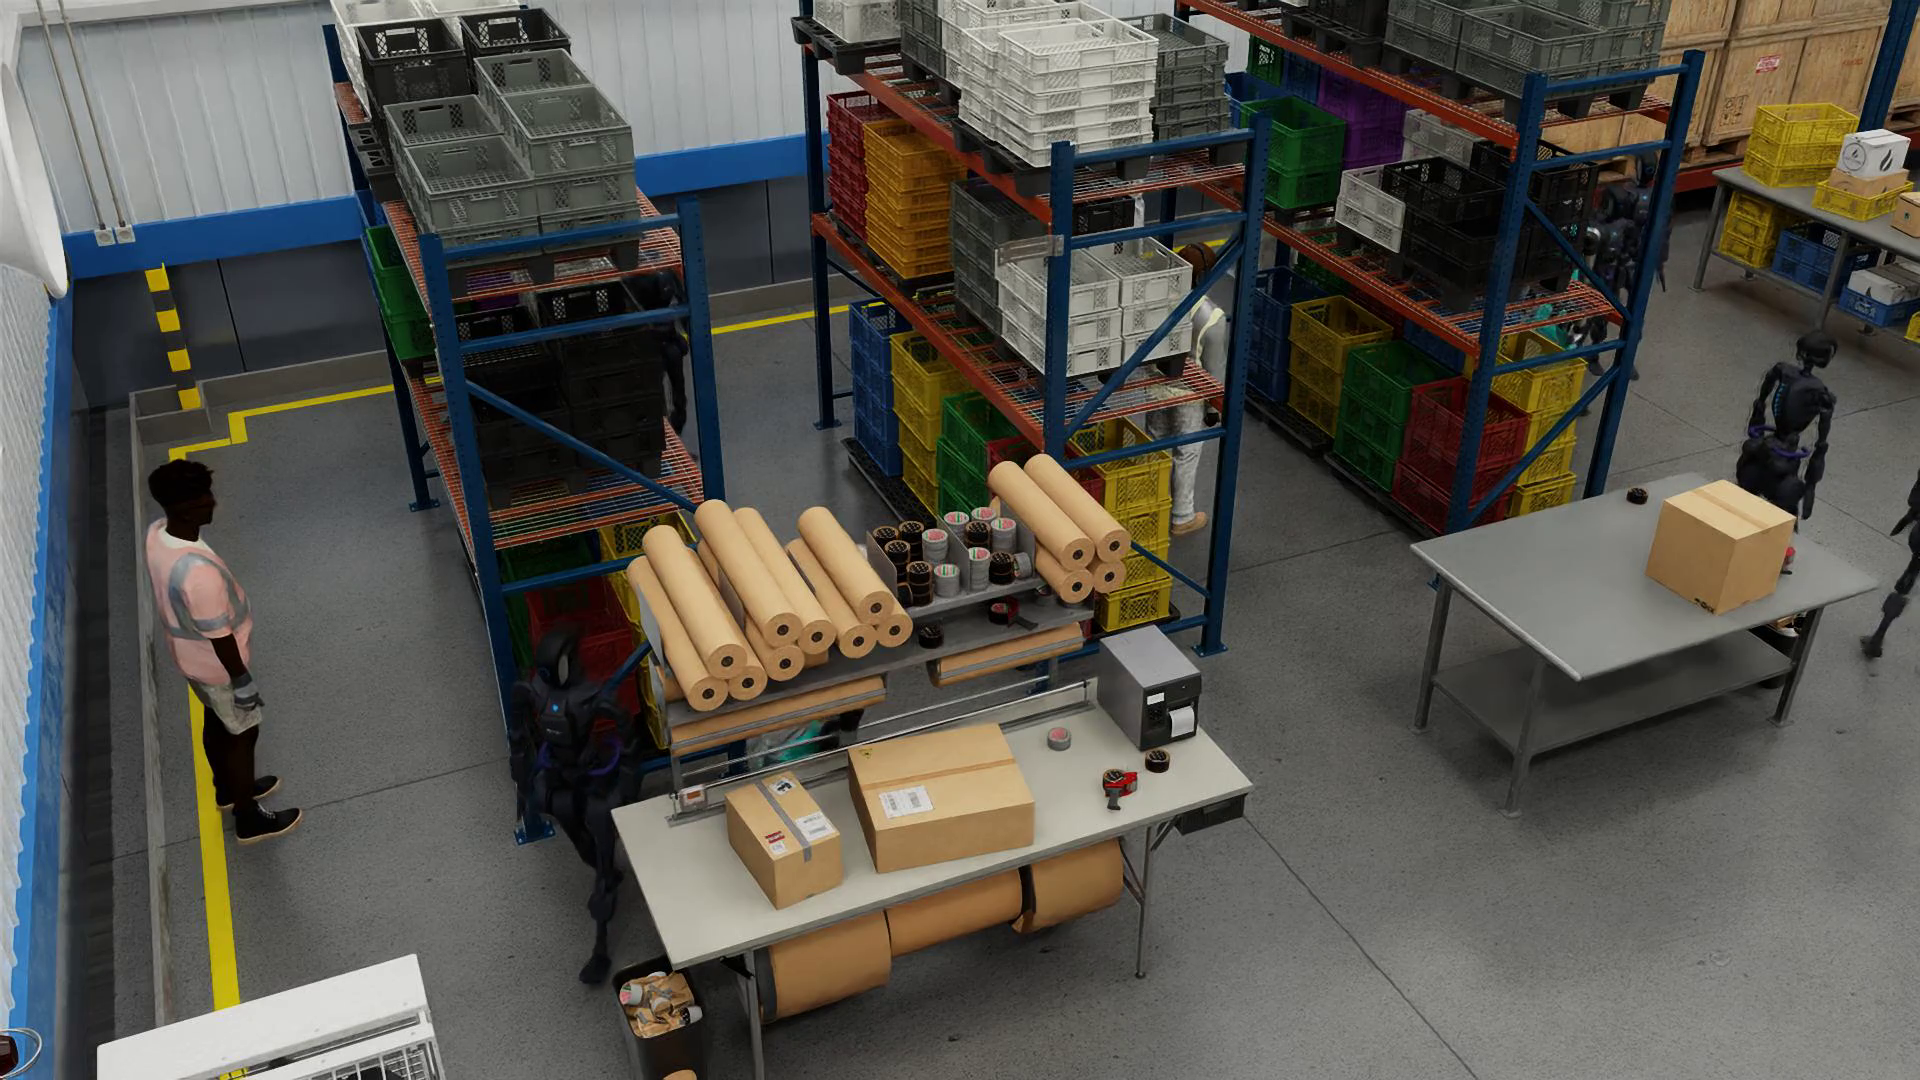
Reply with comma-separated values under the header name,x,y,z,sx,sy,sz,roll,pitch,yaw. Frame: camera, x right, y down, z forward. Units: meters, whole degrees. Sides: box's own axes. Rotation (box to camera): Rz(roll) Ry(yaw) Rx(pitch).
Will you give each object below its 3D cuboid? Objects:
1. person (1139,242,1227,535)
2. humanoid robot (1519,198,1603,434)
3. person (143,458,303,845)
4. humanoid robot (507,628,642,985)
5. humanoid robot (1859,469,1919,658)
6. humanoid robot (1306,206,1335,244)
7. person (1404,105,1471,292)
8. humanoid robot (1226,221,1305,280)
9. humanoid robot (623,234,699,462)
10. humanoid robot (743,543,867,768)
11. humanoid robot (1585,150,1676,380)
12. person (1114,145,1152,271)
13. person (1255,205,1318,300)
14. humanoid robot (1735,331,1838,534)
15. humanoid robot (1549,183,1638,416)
name,x,y,z,sx,sy,sz,roll,pitch,yaw
person,1.328,-0.901,9.948,0.432,1.836,0.616,-26,40,-36
humanoid robot,4.060,-1.554,11.099,0.870,1.779,0.590,-23,38,-32
person,-3.365,0.508,7.543,0.368,1.953,0.602,-25,40,-35
humanoid robot,-1.606,1.056,6.949,0.609,1.620,0.767,6,32,10
humanoid robot,5.212,-0.043,8.694,0.392,1.638,0.612,-26,40,-35
humanoid robot,3.033,-3.244,13.712,0.533,1.676,0.735,24,39,34
person,3.334,-2.046,11.607,0.607,2.040,0.392,4,32,6
humanoid robot,2.448,-2.854,13.215,0.919,1.745,0.560,-3,32,-5
humanoid robot,-1.953,-1.274,10.703,0.441,1.647,0.597,19,36,28
humanoid robot,-0.713,0.846,7.204,0.793,1.789,0.531,-7,32,-12
humanoid robot,4.718,-1.935,11.756,0.593,1.651,0.407,0,32,1
person,1.385,-3.075,13.424,0.337,1.881,0.583,4,32,7
person,2.508,-2.676,12.838,0.589,1.823,0.405,-3,32,-5
humanoid robot,4.650,-0.445,9.371,0.722,1.635,0.594,-9,33,-15
humanoid robot,4.259,-1.654,11.326,0.611,1.641,0.494,-12,33,-18
